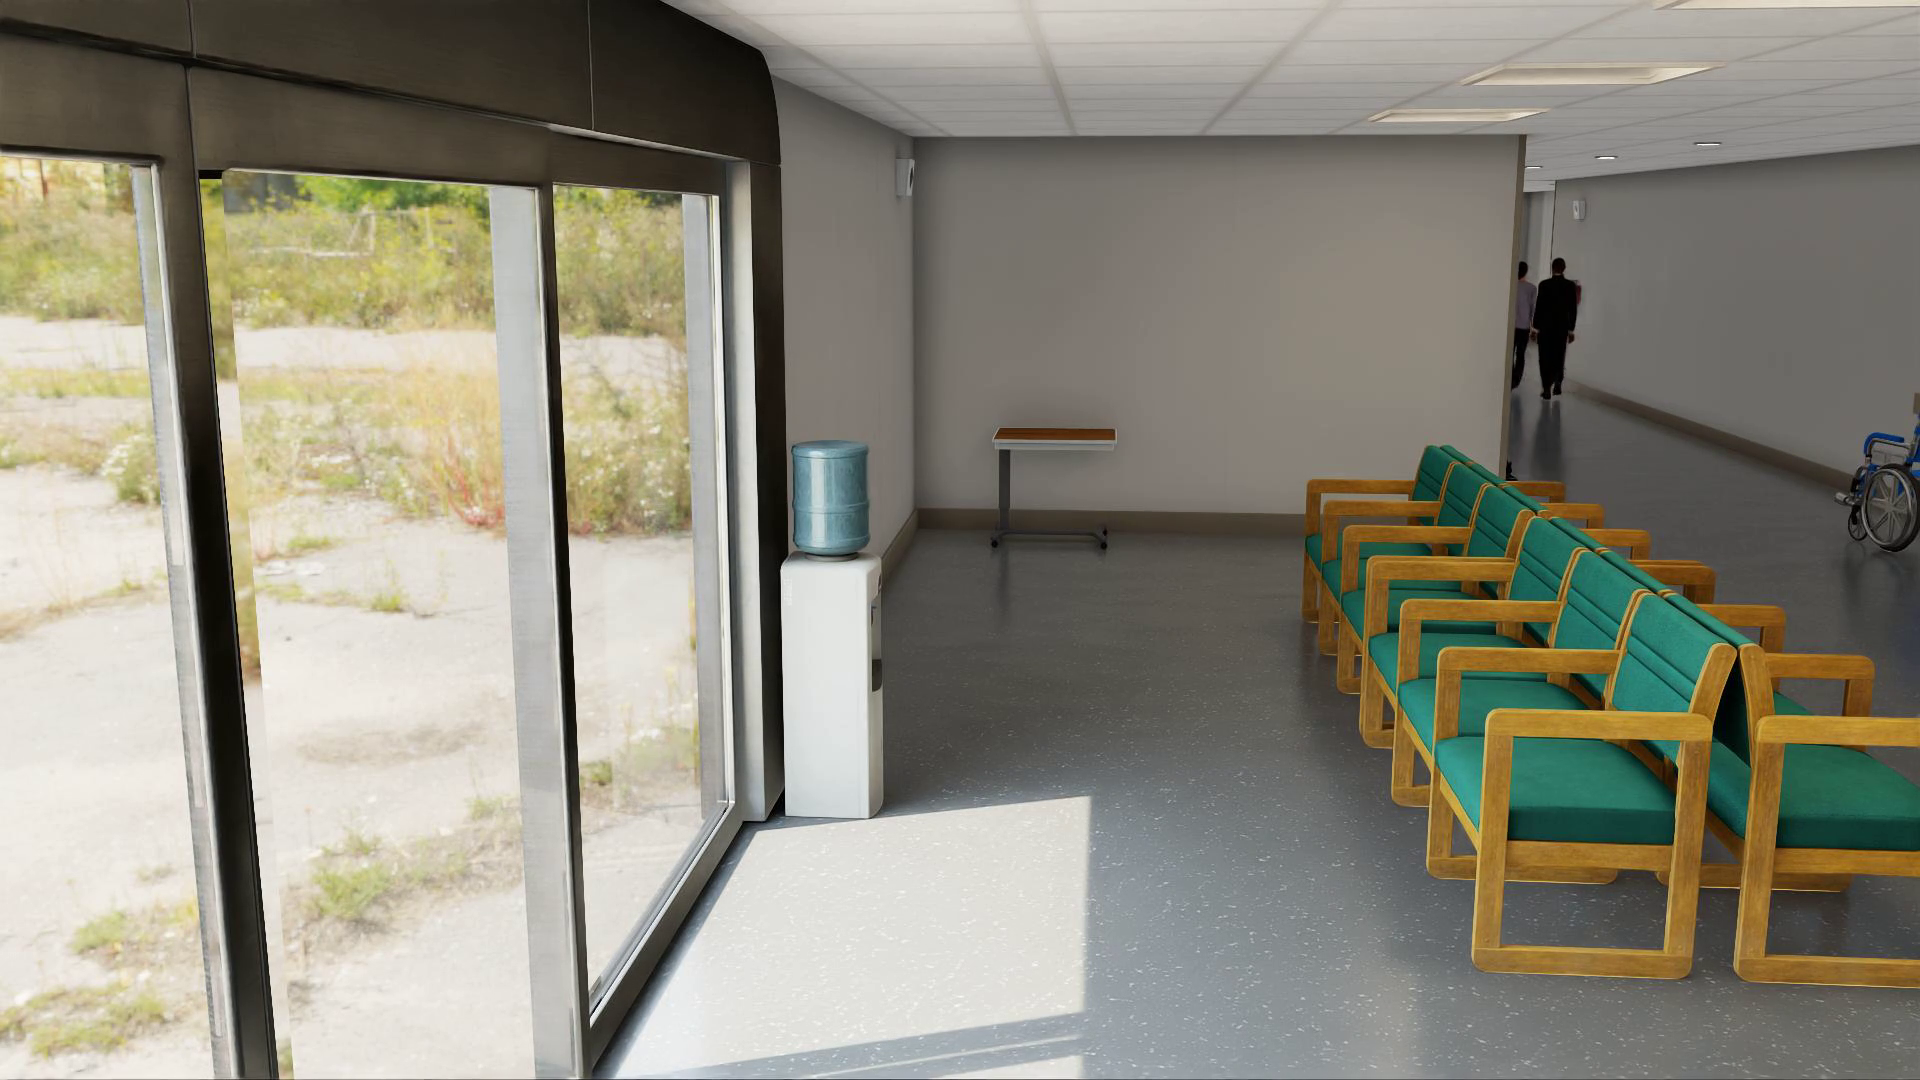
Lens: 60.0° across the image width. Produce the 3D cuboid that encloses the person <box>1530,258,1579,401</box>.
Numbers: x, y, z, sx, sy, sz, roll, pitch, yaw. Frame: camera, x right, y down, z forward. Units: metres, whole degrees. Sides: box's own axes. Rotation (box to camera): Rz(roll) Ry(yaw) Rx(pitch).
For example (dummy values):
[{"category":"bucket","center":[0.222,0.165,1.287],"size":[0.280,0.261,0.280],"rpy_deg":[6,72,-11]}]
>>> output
[{"category":"person","center":[8.023,-2.835,22.429],"size":[0.617,1.890,0.765],"rpy_deg":[1,11,6]}]

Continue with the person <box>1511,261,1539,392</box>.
[{"category":"person","center":[7.780,-2.943,23.261],"size":[1.142,1.792,0.869],"rpy_deg":[3,11,14]}]
